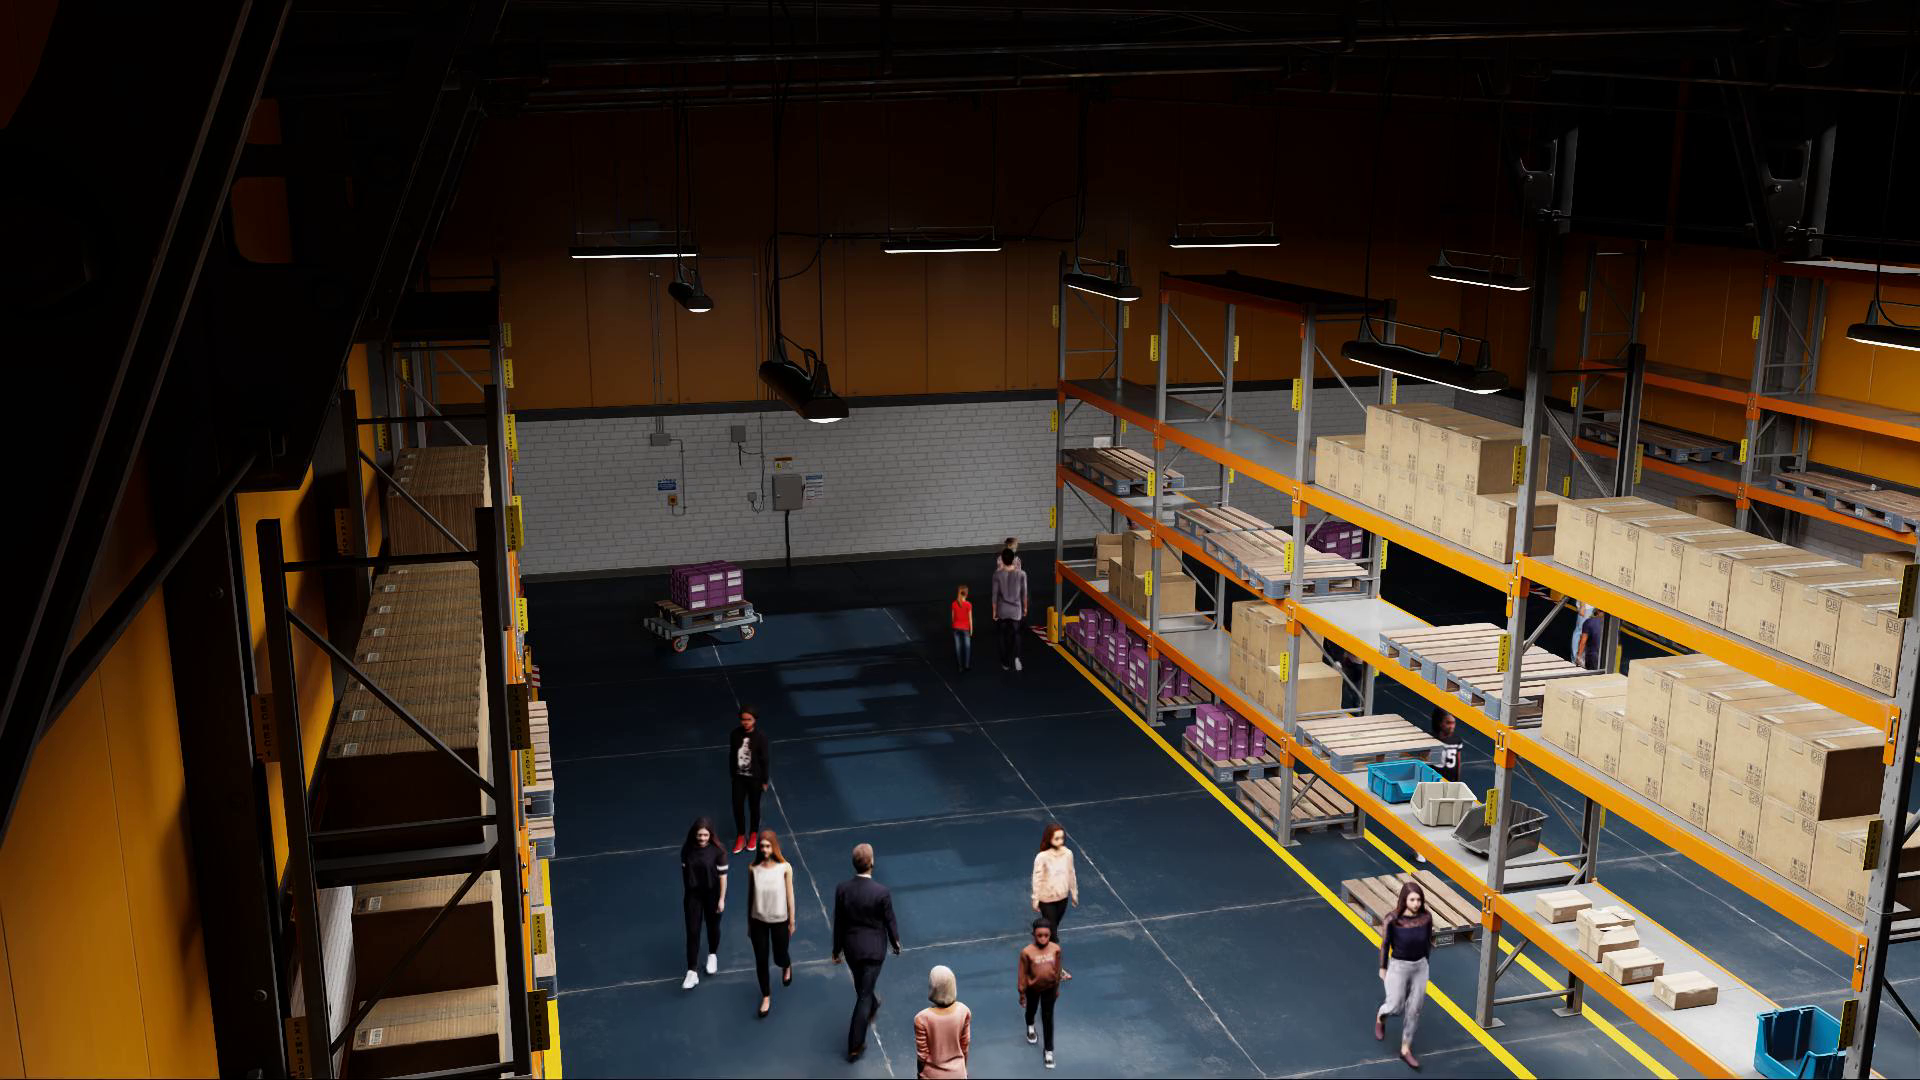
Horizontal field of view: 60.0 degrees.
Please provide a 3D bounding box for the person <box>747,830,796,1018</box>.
[{"bbox_3d":[-1.681,3.372,14.864,0.773,1.708,0.935,2,14,8],"label":"person"}]

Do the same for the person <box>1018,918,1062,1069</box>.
[{"bbox_3d":[0.670,3.784,14.178,0.590,1.230,0.918,-2,14,-9],"label":"person"}]

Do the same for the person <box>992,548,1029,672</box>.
[{"bbox_3d":[0.738,1.047,24.188,0.782,1.839,0.951,-1,14,-5],"label":"person"}]

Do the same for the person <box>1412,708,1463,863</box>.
[{"bbox_3d":[5.133,2.634,17.883,0.613,1.722,0.563,-3,14,-11],"label":"person"}]

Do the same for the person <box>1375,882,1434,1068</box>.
[{"bbox_3d":[3.746,3.626,14.049,0.597,1.597,0.760,-3,14,-14],"label":"person"}]

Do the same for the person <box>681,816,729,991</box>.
[{"bbox_3d":[-2.339,3.280,15.455,0.767,1.609,0.956,1,14,3],"label":"person"}]

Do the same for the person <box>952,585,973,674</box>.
[{"bbox_3d":[0.010,1.316,24.231,0.557,1.296,0.637,2,14,7],"label":"person"}]

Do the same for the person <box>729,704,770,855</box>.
[{"bbox_3d":[-2.301,2.573,18.253,0.742,1.665,0.778,2,14,10],"label":"person"}]

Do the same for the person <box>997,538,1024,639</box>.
[{"bbox_3d":[0.730,0.789,25.745,0.845,1.607,0.952,4,14,17],"label":"person"}]

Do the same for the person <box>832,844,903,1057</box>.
[{"bbox_3d":[-0.837,3.508,14.170,1.095,1.770,1.275,4,14,17],"label":"person"}]

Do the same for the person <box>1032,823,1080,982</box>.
[{"bbox_3d":[0.838,3.329,15.557,0.729,1.464,0.884,-9,16,-32],"label":"person"}]

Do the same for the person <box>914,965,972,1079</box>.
[{"bbox_3d":[-0.129,3.965,12.379,0.619,1.724,0.549,-5,15,-21],"label":"person"}]
